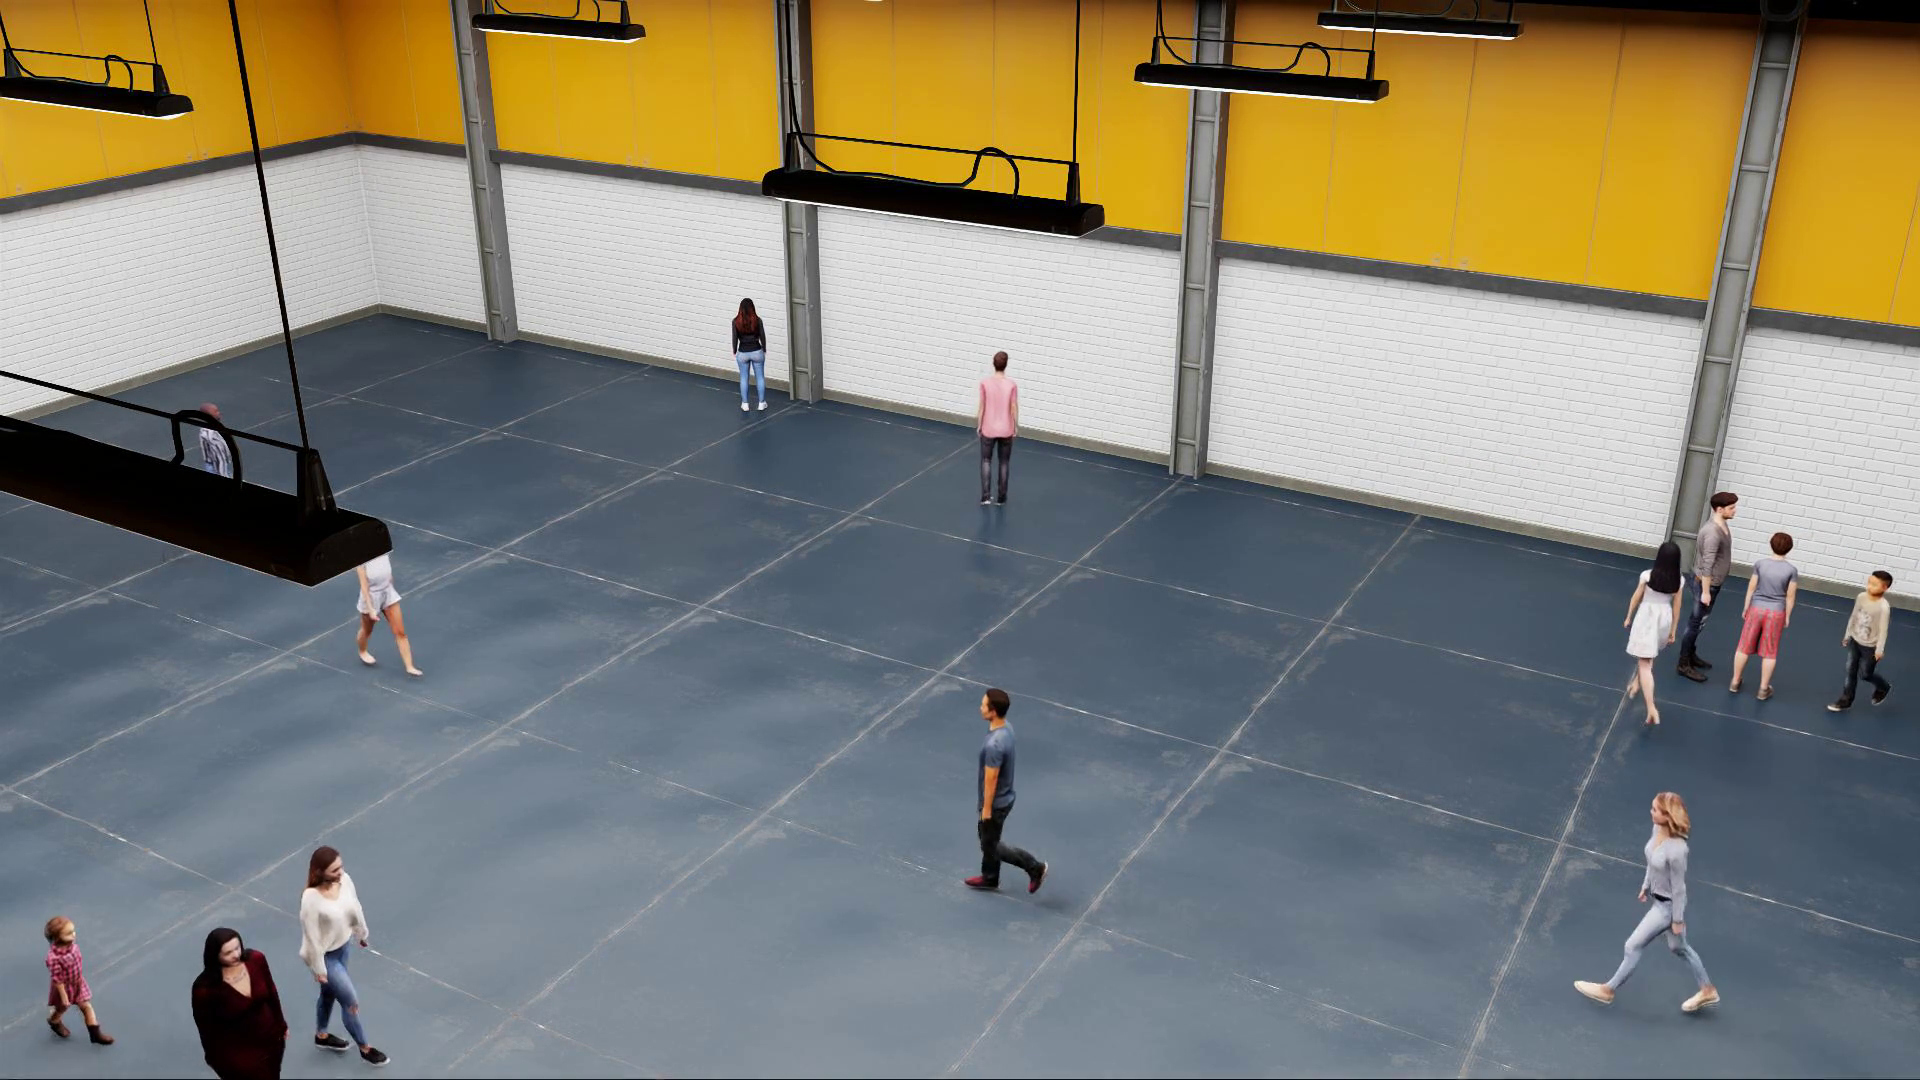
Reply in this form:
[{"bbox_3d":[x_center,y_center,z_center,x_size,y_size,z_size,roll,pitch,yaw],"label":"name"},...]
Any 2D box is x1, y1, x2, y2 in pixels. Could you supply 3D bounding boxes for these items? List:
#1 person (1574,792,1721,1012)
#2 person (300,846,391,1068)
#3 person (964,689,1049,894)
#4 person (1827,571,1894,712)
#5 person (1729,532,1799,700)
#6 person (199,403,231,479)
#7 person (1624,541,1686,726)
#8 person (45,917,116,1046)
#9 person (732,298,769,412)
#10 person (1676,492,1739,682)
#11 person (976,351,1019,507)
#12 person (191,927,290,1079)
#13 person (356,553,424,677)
[{"bbox_3d":[5.003,2.567,11.548,1.292,1.740,0.900,3,24,6],"label":"person"},{"bbox_3d":[-4.300,2.777,11.170,0.923,1.658,0.756,7,25,16],"label":"person"},{"bbox_3d":[0.362,1.987,12.810,1.021,1.793,0.868,3,24,7],"label":"person"},{"bbox_3d":[8.552,0.958,15.595,0.876,1.448,0.823,-7,24,-15],"label":"person"},{"bbox_3d":[7.708,0.716,15.904,0.499,1.644,0.642,15,28,31],"label":"person"},{"bbox_3d":[-8.450,-0.706,18.967,0.754,1.794,0.632,-14,27,-29],"label":"person"},{"bbox_3d":[6.419,0.889,15.398,1.177,1.730,1.002,1,24,3],"label":"person"},{"bbox_3d":[-6.155,3.027,11.402,0.781,1.015,0.552,6,24,14],"label":"person"},{"bbox_3d":[-2.975,-2.643,23.598,0.685,1.634,0.780,-2,24,-4],"label":"person"},{"bbox_3d":[7.298,0.419,16.257,0.559,1.905,0.682,13,27,28],"label":"person"},{"bbox_3d":[0.452,-1.319,20.171,0.771,1.955,0.857,1,24,2],"label":"person"},{"bbox_3d":[-4.500,3.094,10.350,0.967,1.734,0.663,12,26,26],"label":"person"},{"bbox_3d":[-5.769,0.582,16.317,1.100,1.558,0.645,16,28,32],"label":"person"}]
